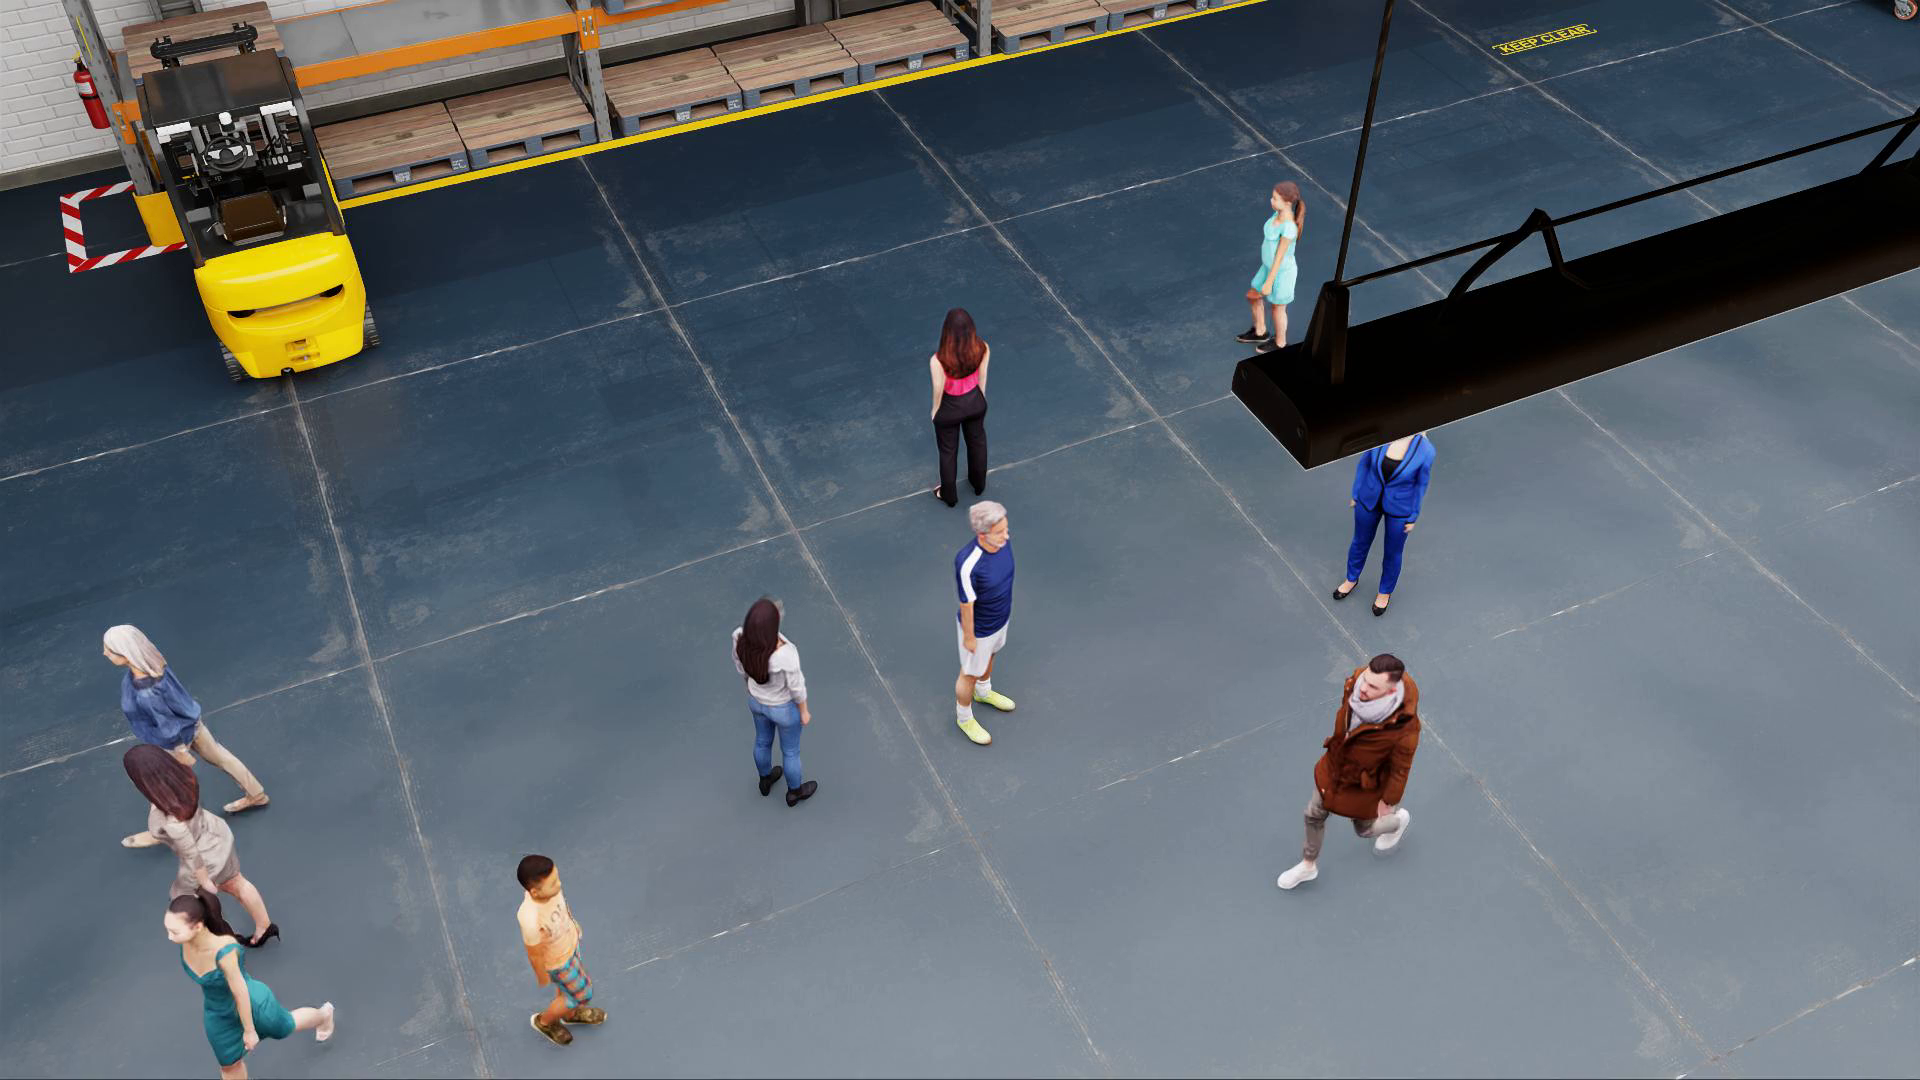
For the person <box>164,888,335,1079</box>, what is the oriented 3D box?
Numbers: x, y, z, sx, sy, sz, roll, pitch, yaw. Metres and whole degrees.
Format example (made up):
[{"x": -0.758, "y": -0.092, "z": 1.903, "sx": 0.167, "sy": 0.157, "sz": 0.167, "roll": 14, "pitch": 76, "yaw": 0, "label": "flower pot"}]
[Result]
[{"x": -3.512, "y": 2.255, "z": 8.271, "sx": 0.978, "sy": 1.649, "sz": 1.058, "roll": 16, "pitch": 46, "yaw": 16, "label": "person"}]

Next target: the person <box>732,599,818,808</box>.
[{"x": -1.081, "y": 0.945, "z": 9.655, "sx": 0.679, "sy": 1.636, "sz": 0.698, "roll": 22, "pitch": 48, "yaw": 21, "label": "person"}]

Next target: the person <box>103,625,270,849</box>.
[{"x": -4.376, "y": 1.075, "z": 9.498, "sx": 1.050, "sy": 1.663, "sz": 0.694, "roll": -14, "pitch": 45, "yaw": -14, "label": "person"}]

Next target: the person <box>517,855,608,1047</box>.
[{"x": -2.151, "y": 2.106, "z": 8.571, "sx": 0.702, "sy": 1.449, "sz": 0.633, "roll": 1, "pitch": 44, "yaw": 1, "label": "person"}]

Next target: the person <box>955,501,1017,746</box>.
[{"x": 0.147, "y": 0.453, "z": 10.025, "sx": 0.776, "sy": 1.838, "sz": 0.672, "roll": 23, "pitch": 48, "yaw": 22, "label": "person"}]

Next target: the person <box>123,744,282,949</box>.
[{"x": -3.921, "y": 1.664, "z": 8.835, "sx": 0.708, "sy": 1.726, "sz": 0.673, "roll": -6, "pitch": 44, "yaw": -6, "label": "person"}]

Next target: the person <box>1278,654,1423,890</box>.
[{"x": 2.263, "y": 1.268, "z": 9.189, "sx": 1.132, "sy": 1.810, "sz": 0.800, "roll": -23, "pitch": 48, "yaw": -23, "label": "person"}]

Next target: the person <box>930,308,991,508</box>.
[{"x": -0.003, "y": -0.933, "z": 11.608, "sx": 0.457, "sy": 1.660, "sz": 0.641, "roll": -20, "pitch": 47, "yaw": -19, "label": "person"}]

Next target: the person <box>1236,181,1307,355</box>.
[{"x": 2.541, "y": -2.085, "z": 12.900, "sx": 0.721, "sy": 1.546, "sz": 0.669, "roll": -2, "pitch": 44, "yaw": -2, "label": "person"}]

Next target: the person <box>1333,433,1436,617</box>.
[{"x": 2.788, "y": -0.242, "z": 10.853, "sx": 0.705, "sy": 1.701, "sz": 0.725, "roll": 24, "pitch": 48, "yaw": 23, "label": "person"}]
